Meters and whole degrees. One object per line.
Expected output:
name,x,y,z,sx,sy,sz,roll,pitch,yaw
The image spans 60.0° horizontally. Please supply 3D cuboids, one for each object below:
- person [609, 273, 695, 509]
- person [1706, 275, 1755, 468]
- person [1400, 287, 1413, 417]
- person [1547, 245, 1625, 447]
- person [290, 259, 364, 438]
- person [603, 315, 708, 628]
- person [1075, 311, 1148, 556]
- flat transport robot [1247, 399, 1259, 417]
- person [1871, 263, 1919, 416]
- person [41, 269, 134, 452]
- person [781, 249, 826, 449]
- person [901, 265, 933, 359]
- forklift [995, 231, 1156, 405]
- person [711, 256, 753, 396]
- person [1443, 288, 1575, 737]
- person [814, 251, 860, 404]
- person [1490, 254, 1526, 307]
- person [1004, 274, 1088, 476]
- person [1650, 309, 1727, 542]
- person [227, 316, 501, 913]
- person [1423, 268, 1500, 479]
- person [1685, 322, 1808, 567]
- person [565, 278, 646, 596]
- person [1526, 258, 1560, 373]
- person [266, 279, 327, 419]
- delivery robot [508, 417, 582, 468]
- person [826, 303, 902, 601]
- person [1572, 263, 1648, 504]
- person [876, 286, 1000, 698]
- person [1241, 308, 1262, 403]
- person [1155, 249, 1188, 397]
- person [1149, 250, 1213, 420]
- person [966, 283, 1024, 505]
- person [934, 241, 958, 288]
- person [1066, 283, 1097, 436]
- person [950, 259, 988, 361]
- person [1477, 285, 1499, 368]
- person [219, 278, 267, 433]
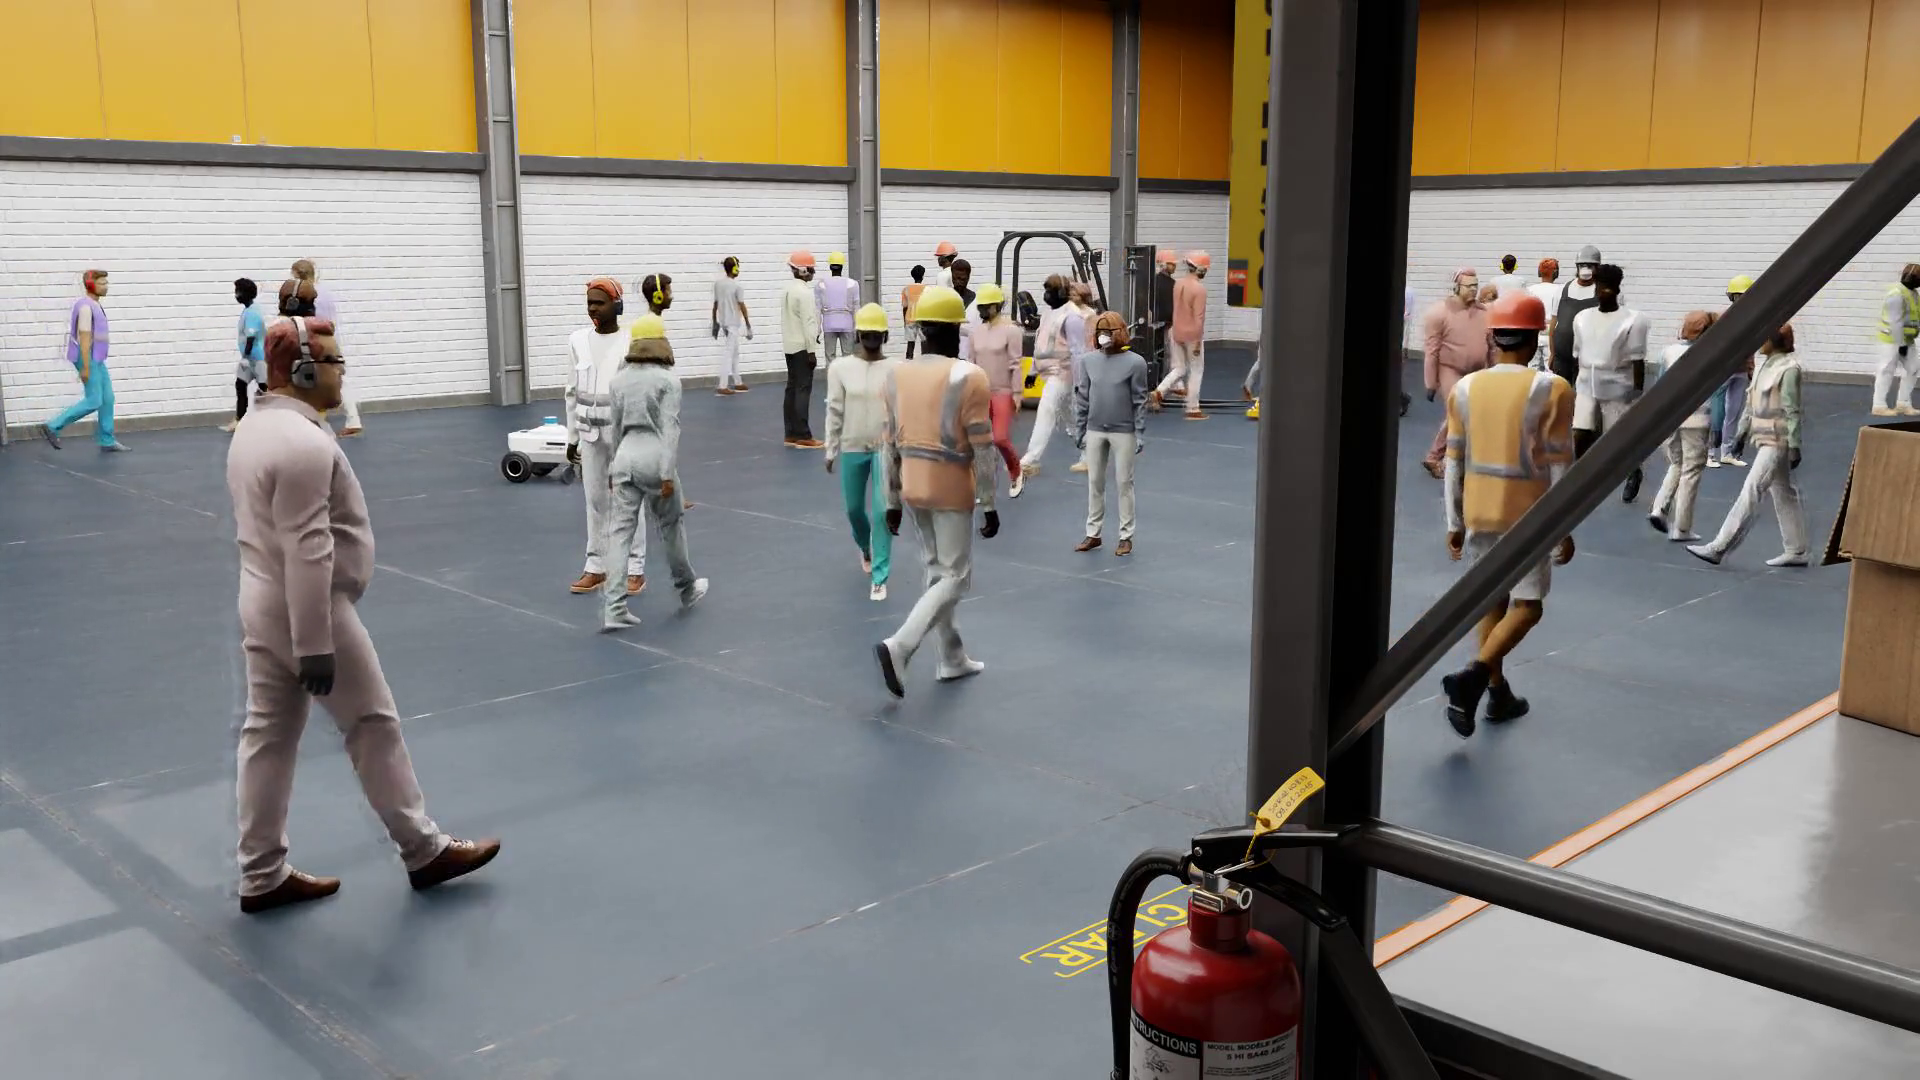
person,-2.445,-1.127,12.823,0.667,1.853,0.526,-5,11,-24
person,7.114,-1.545,15.319,0.523,1.769,0.317,-4,11,-19
person,4.966,-2.321,19.178,0.882,1.909,0.555,-8,13,-37
person,5.973,-1.810,16.013,0.687,2.000,0.538,8,13,38
person,-6.766,-1.977,17.368,0.998,1.881,0.618,-2,11,-10
person,-1.714,-0.393,9.221,0.498,1.684,0.917,4,11,21
person,1.008,-0.711,11.132,0.504,1.632,0.269,6,12,29
flat transport robot,3.911,-1.613,19.769,0.652,0.197,1.431,5,11,24
person,11.075,-2.336,19.532,0.653,1.806,0.623,-8,13,-38
person,-8.555,-1.727,16.190,0.689,1.822,0.562,-4,11,-20
person,-1.585,-1.917,16.721,0.396,1.992,0.622,-5,12,-28
person,-0.618,-3.232,24.725,0.532,1.694,0.320,4,11,22
forklift,1.222,-2.721,20.561,2.313,2.155,1.214,2,11,13
person,-2.990,-2.868,22.310,0.540,1.838,0.788,9,13,39
person,2.285,-0.101,7.047,0.764,1.918,0.557,-9,14,-41
person,-1.555,-2.686,21.101,0.585,1.928,0.368,-1,10,-4
person,7.687,-3.074,23.396,0.509,1.863,0.328,2,11,10
person,0.865,-1.465,14.838,0.977,1.796,0.627,-3,11,-15
person,5.089,-0.792,11.589,0.375,1.623,0.544,-6,12,-28
person,-1.942,0.231,5.317,0.878,1.872,0.673,-8,13,-38
person,4.285,-1.398,14.276,0.652,1.868,0.968,-4,11,-21
person,5.097,-0.610,10.651,0.840,1.592,0.546,1,10,7
person,-2.082,-0.605,9.874,0.573,1.883,0.353,3,11,17
person,6.469,-2.169,18.405,0.572,1.883,0.356,9,14,40
person,-4.493,-0.856,11.373,0.429,1.838,0.621,-3,11,-15
delivery robot,-3.550,-0.830,14.470,0.707,0.478,0.477,2,11,13
person,-0.530,-0.556,10.003,0.528,1.746,0.781,1,10,4
person,5.018,-1.168,12.832,0.850,1.934,0.603,-9,14,-41
person,-0.130,-0.221,7.724,0.596,1.906,0.789,9,14,40
person,3.907,-2.617,20.814,0.613,1.908,0.953,-6,12,-28
person,2.632,-2.890,22.161,0.984,1.963,0.609,10,14,44
person,2.573,-2.337,19.091,0.657,1.966,0.626,-6,12,-28
person,0.266,-1.156,13.208,0.553,1.752,0.391,8,13,37
person,-0.180,-2.968,22.319,0.377,2.045,0.605,5,11,25
person,1.250,-1.910,17.673,0.371,1.623,0.545,-7,13,-35
person,-0.010,-1.645,15.464,0.587,1.913,0.391,-2,11,-9
person,5.685,-1.990,18.215,0.558,1.582,0.818,2,11,12
person,-7.615,-1.935,17.673,0.734,1.666,0.557,-6,12,-28
